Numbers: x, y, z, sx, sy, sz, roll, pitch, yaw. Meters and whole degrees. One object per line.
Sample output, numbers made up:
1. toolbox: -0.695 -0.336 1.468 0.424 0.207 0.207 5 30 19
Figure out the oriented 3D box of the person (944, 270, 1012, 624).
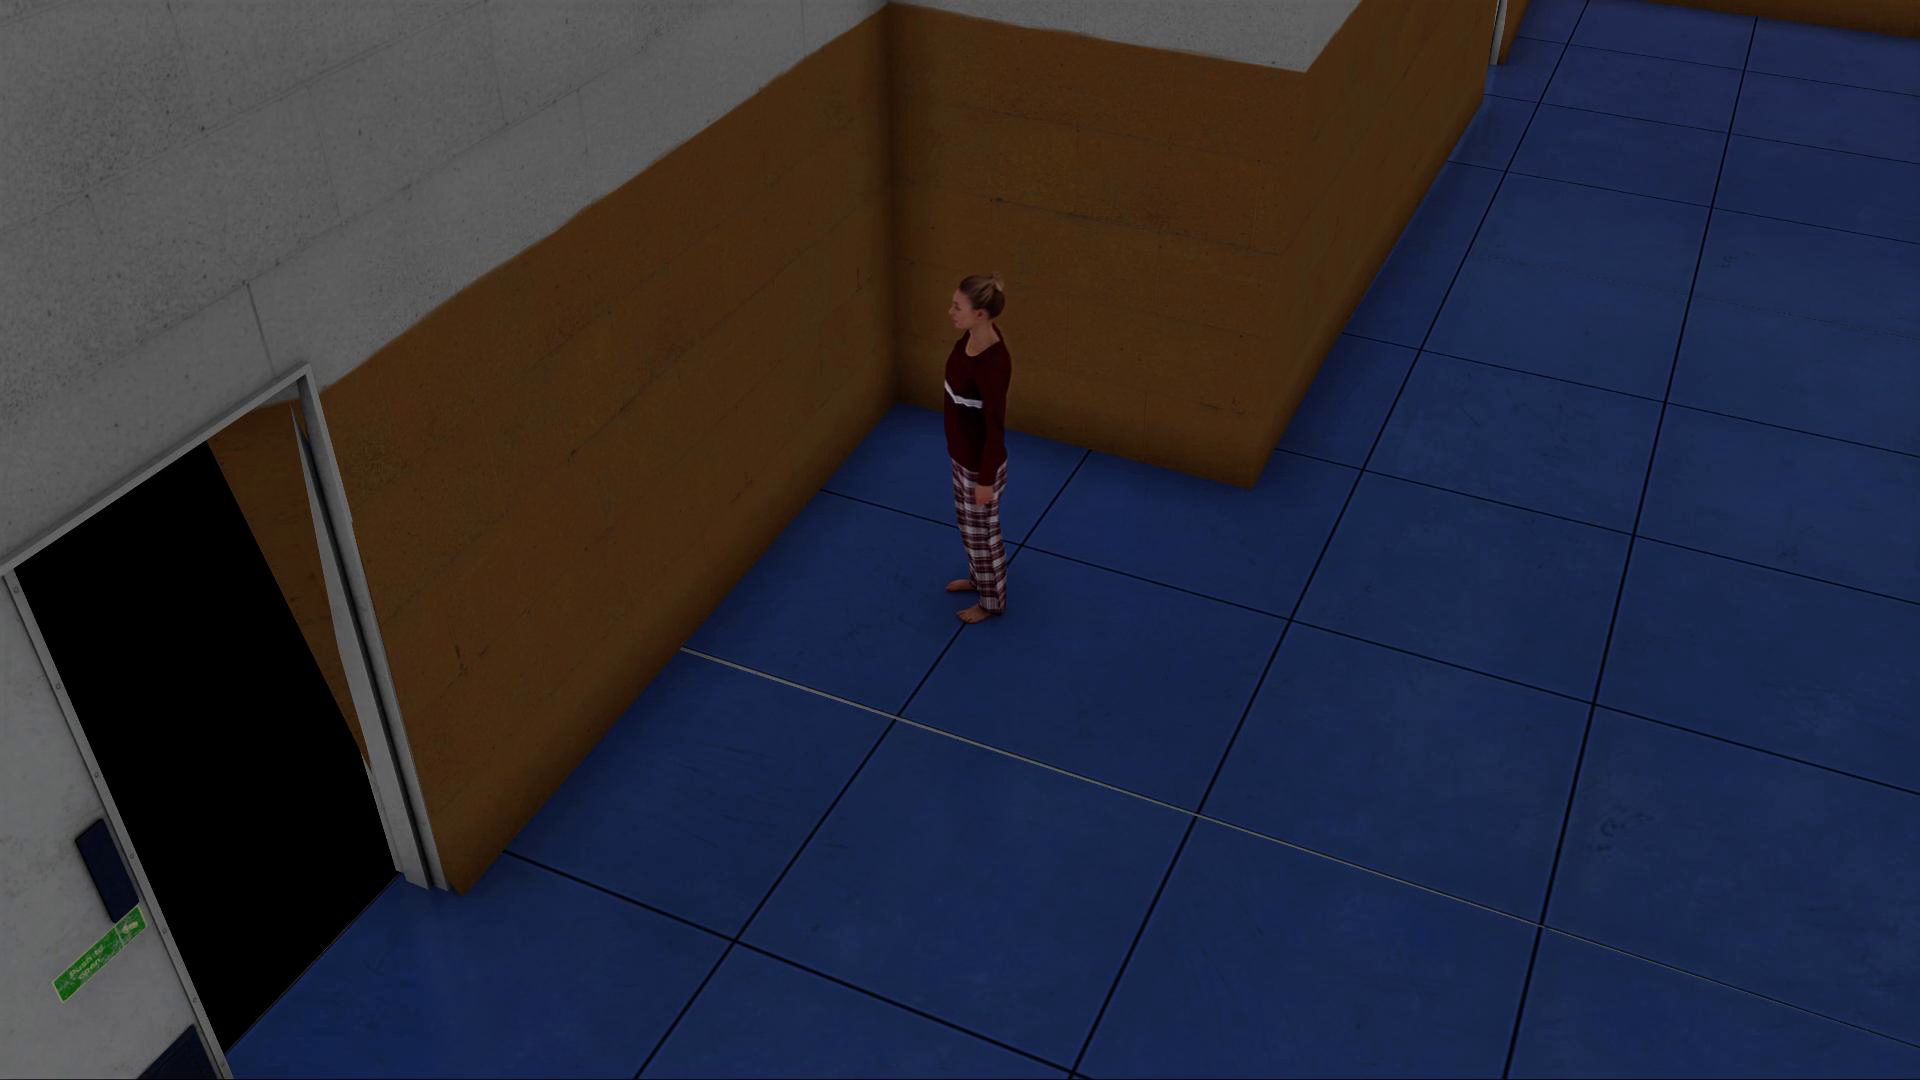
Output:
1. person: 0.075 -0.385 7.154 0.719 1.699 0.686 -9 38 -11
